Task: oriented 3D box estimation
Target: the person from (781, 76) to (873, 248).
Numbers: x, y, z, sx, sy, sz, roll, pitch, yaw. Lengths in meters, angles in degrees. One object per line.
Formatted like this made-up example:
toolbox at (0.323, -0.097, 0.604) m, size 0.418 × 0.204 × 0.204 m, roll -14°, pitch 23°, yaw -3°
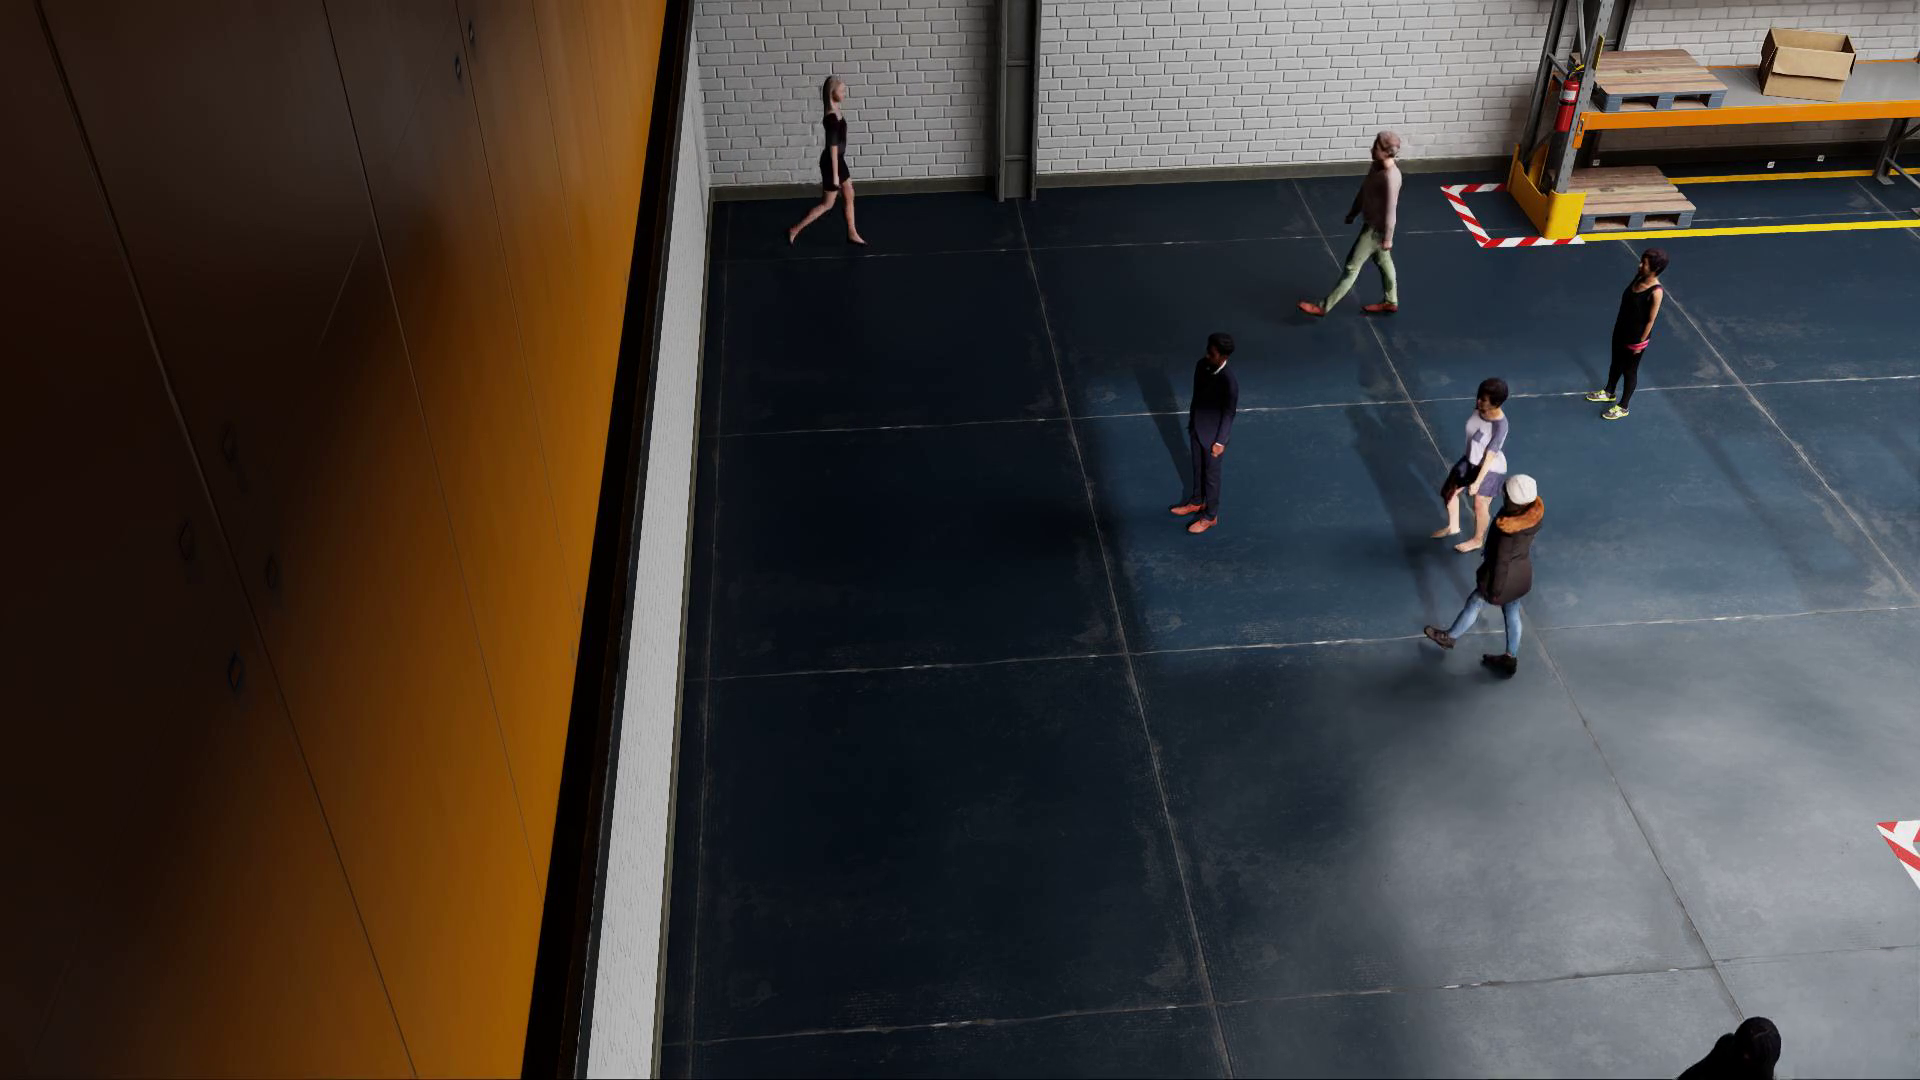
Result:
person at (-1.326, -3.564, 15.995) m, size 1.115 × 1.799 × 0.660 m, roll -6°, pitch 39°, yaw -8°

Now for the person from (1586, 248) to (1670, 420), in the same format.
person at (5.641, -1.754, 13.926) m, size 0.519 × 1.553 × 0.548 m, roll -6°, pitch 39°, yaw -8°

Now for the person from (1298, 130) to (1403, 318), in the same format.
person at (3.848, -2.804, 15.019) m, size 1.227 × 1.829 × 0.760 m, roll 1°, pitch 39°, yaw 1°

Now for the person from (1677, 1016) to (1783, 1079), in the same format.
person at (3.711, 2.853, 8.024) m, size 0.760 × 1.719 × 0.594 m, roll -1°, pitch 39°, yaw -1°

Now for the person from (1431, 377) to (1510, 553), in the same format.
person at (3.965, -0.566, 12.439) m, size 0.629 × 1.552 × 0.605 m, roll -10°, pitch 40°, yaw -12°

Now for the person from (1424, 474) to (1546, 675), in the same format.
person at (3.785, 0.274, 11.343) m, size 0.969 × 1.607 × 1.003 m, roll -31°, pitch 48°, yaw -32°

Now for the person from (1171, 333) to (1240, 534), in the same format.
person at (1.905, -0.835, 12.636) m, size 0.653 × 1.727 × 0.693 m, roll -16°, pitch 41°, yaw -19°
